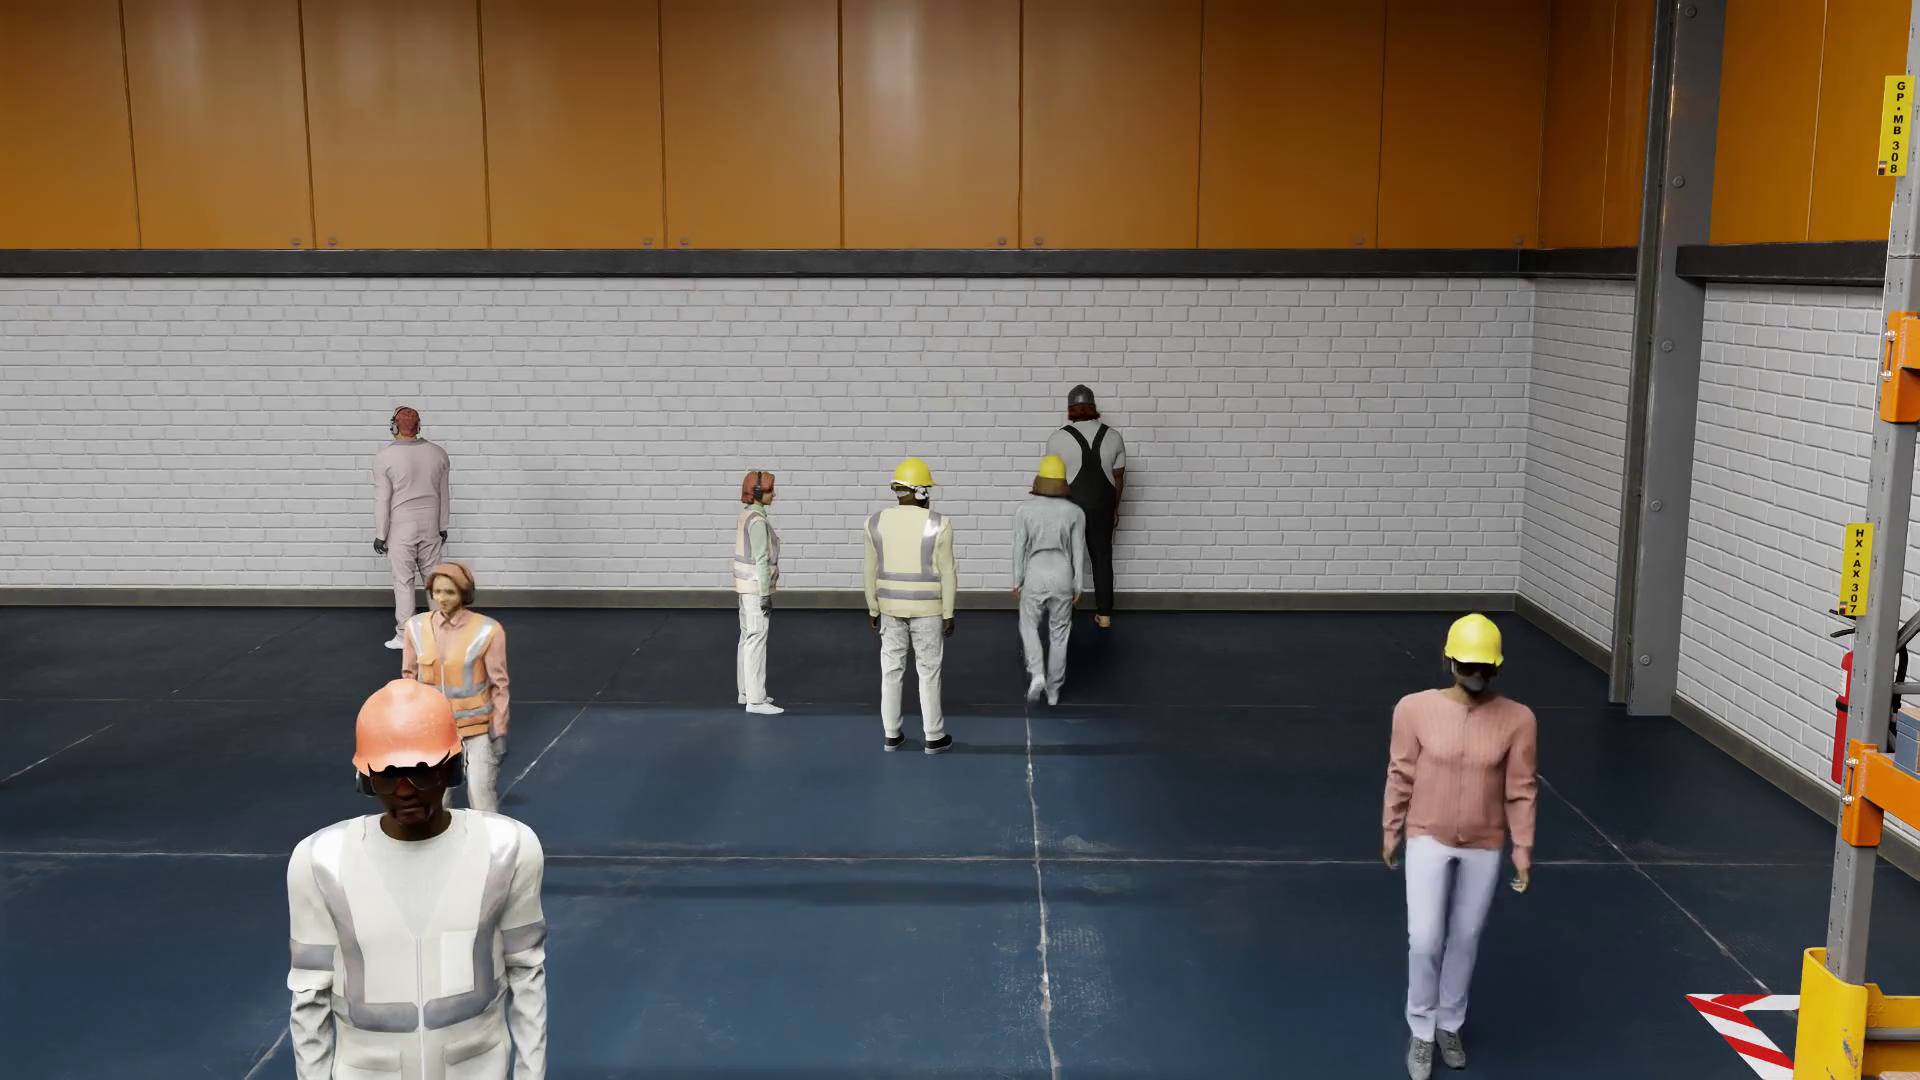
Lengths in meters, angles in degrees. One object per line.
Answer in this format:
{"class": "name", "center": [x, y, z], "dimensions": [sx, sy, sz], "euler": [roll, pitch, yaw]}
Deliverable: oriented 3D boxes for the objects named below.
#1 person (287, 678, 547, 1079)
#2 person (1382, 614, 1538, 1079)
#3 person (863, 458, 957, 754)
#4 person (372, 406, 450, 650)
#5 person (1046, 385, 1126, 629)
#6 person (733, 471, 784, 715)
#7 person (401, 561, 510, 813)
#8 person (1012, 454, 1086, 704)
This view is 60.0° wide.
{"class": "person", "center": [-1.303, 1.334, 4.069], "dimensions": [0.605, 2.045, 0.378], "euler": [-3, 10, -18]}
{"class": "person", "center": [1.836, 1.134, 6.101], "dimensions": [0.538, 1.747, 0.578], "euler": [1, 10, 7]}
{"class": "person", "center": [-0.298, 0.409, 10.258], "dimensions": [0.591, 1.829, 0.404], "euler": [3, 10, 17]}
{"class": "person", "center": [-4.305, -0.092, 13.029], "dimensions": [0.407, 1.908, 0.641], "euler": [8, 12, 40]}
{"class": "person", "center": [0.998, -0.283, 13.769], "dimensions": [0.674, 2.000, 0.536], "euler": [-2, 10, -14]}
{"class": "person", "center": [-1.363, 0.350, 11.185], "dimensions": [0.311, 1.636, 0.523], "euler": [-3, 10, -18]}
{"class": "person", "center": [-2.377, 0.903, 7.876], "dimensions": [0.522, 1.637, 0.314], "euler": [1, 10, 8]}
{"class": "person", "center": [0.605, 0.284, 11.276], "dimensions": [0.497, 1.731, 0.459], "euler": [0, 9, -1]}
